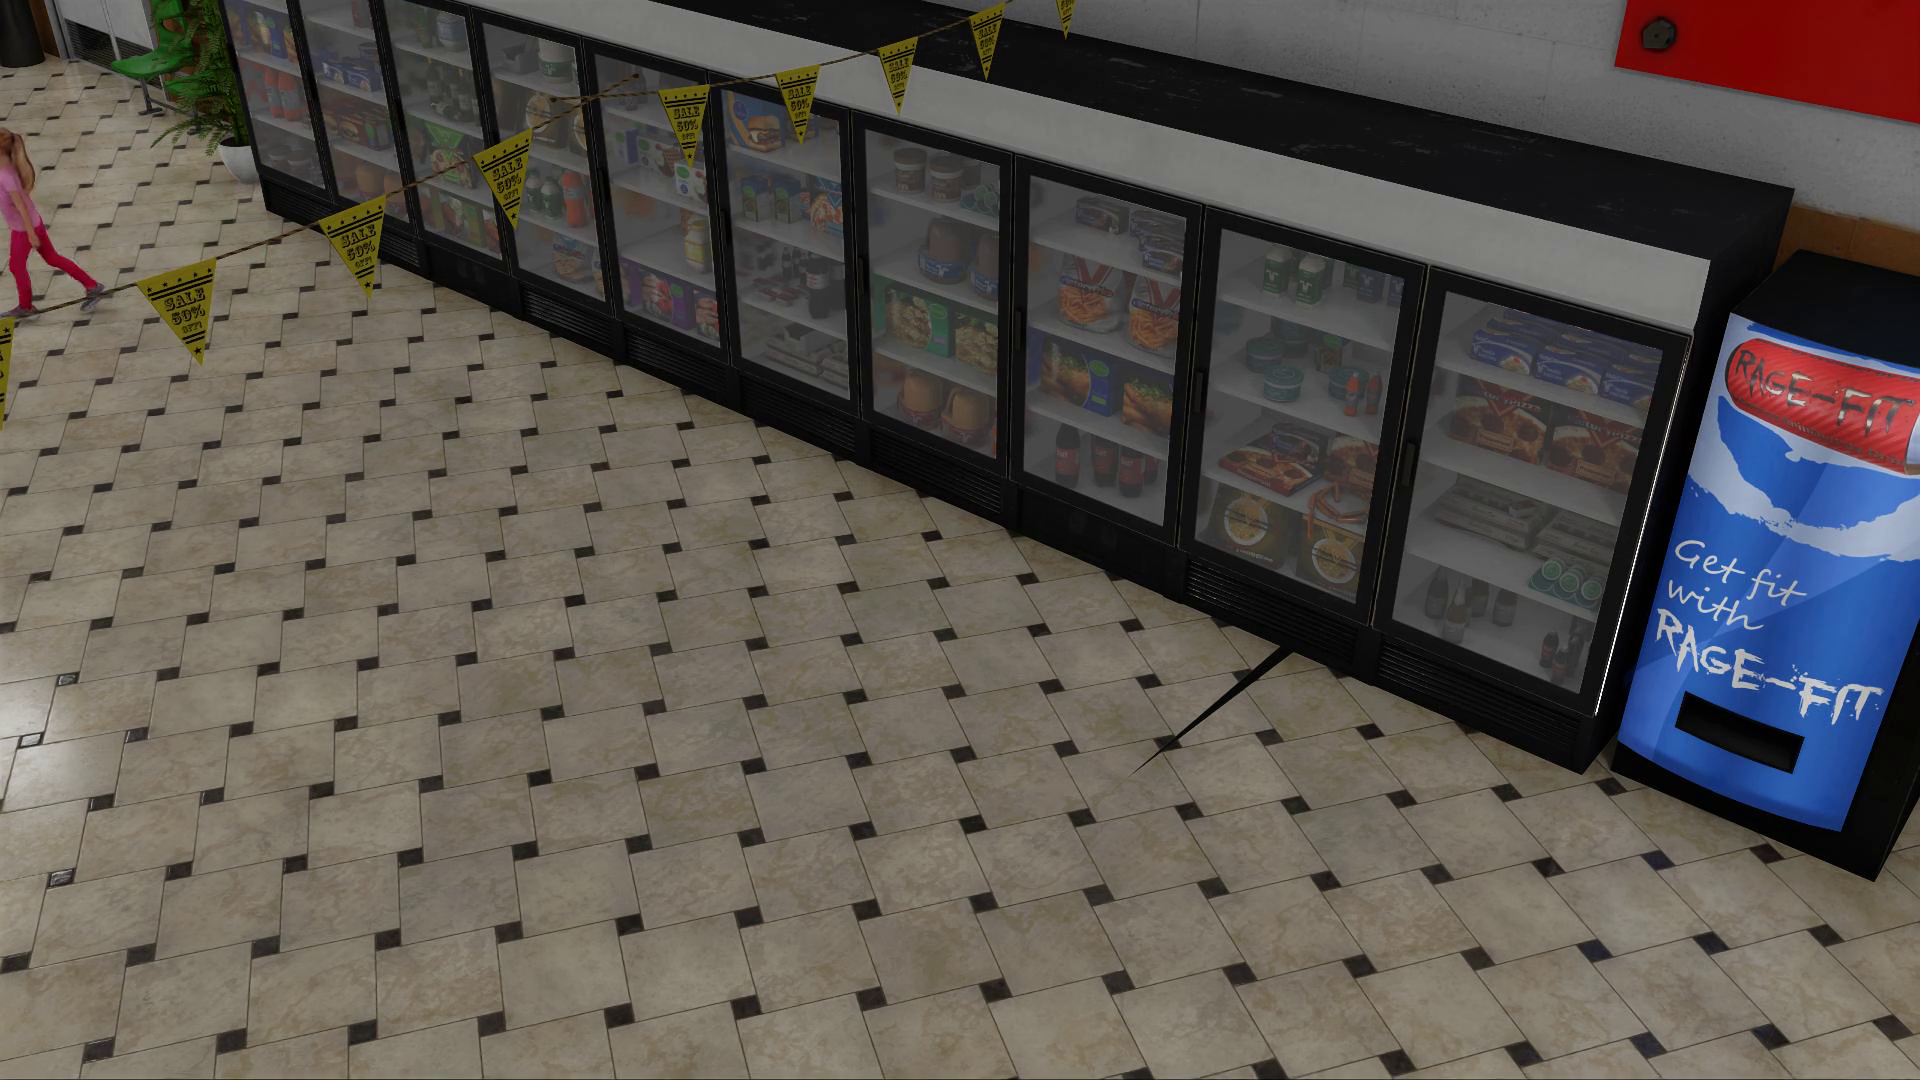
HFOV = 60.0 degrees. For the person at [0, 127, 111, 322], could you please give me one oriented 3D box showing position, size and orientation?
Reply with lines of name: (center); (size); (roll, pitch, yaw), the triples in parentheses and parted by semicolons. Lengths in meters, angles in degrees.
person: (-5.848, -2.001, 10.545); (0.951, 1.254, 0.776); (-9, 33, -15)
